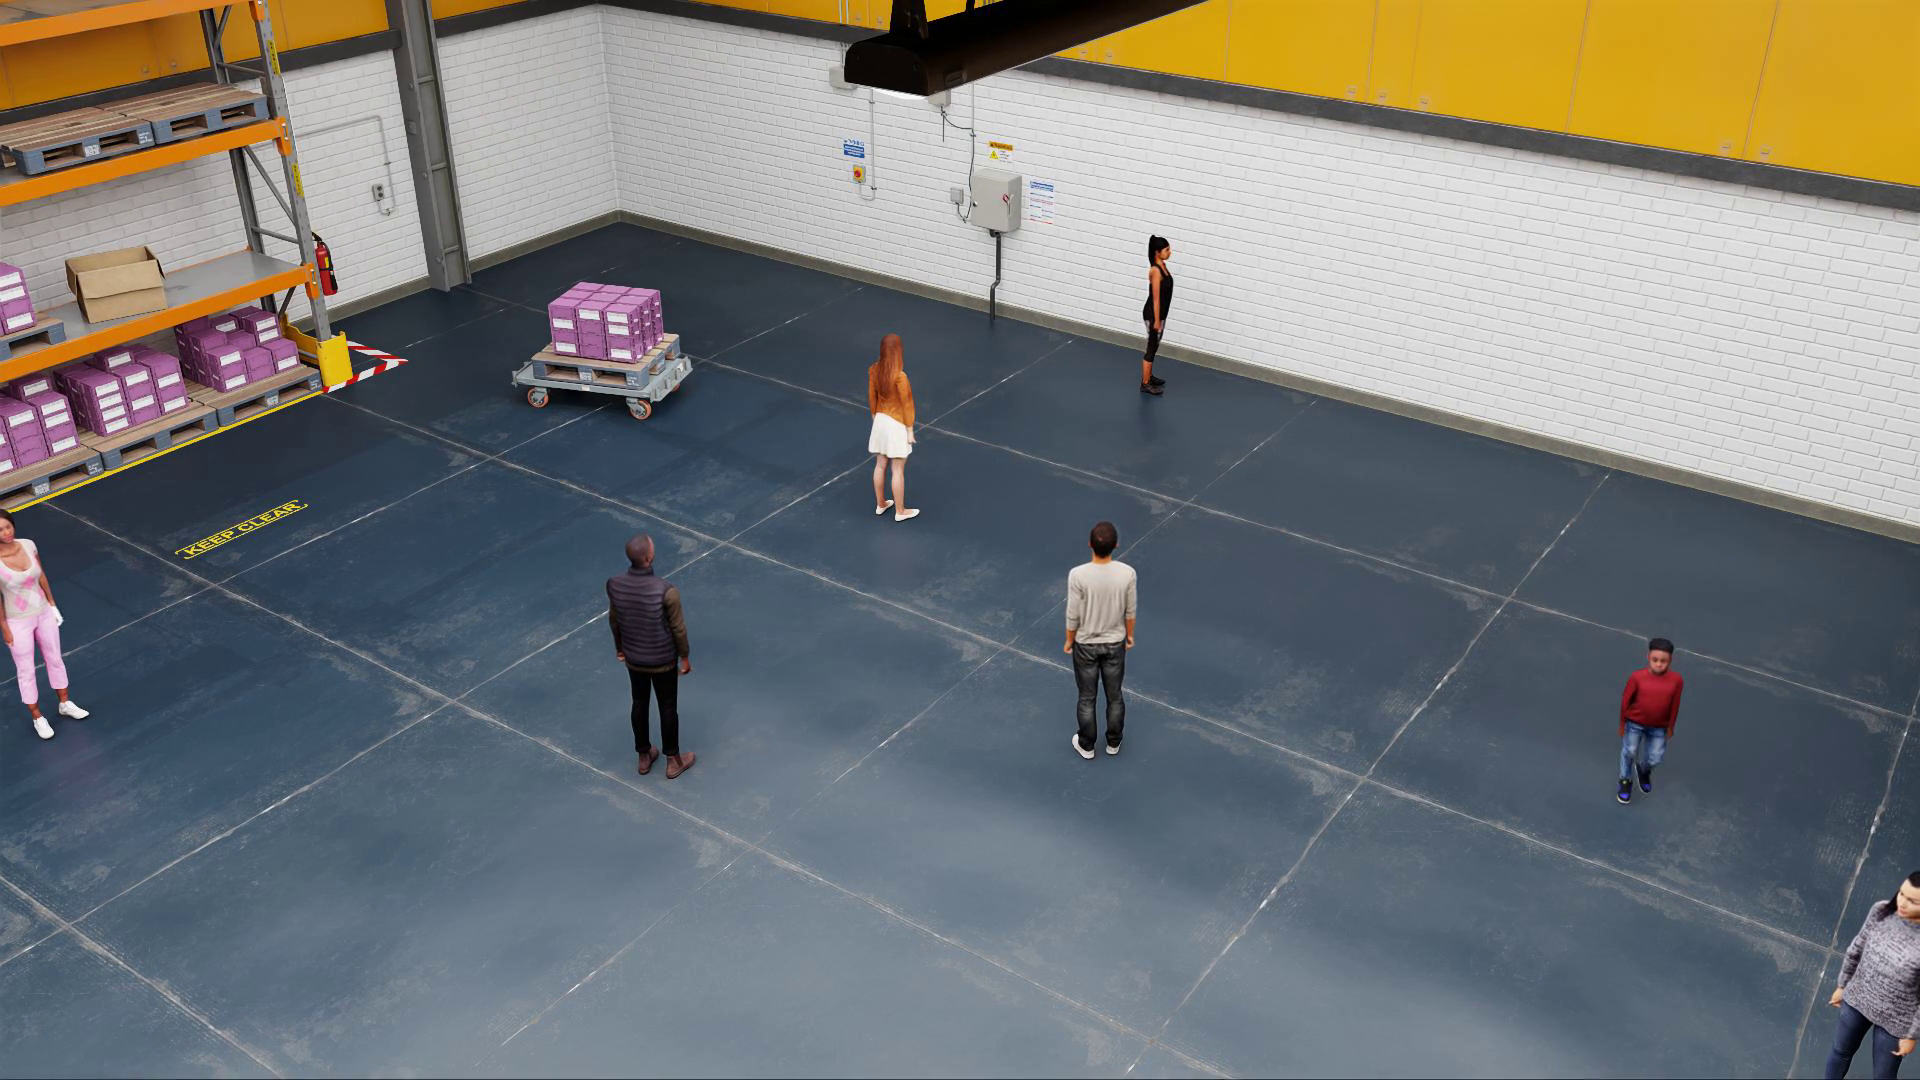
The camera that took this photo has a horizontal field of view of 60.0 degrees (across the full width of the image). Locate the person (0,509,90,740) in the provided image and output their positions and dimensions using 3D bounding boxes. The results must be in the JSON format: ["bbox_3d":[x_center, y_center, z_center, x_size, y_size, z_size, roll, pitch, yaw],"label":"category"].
[{"bbox_3d":[-6.591,0.563,11.759,0.642,1.741,0.470,16,32,26],"label":"person"}]

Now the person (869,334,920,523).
[{"bbox_3d":[-0.609,-0.994,14.634,0.612,1.722,0.570,21,35,33],"label":"person"}]

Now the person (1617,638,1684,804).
[{"bbox_3d":[4.606,1.171,11.159,0.598,1.248,0.623,7,29,12],"label":"person"}]

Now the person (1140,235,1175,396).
[{"bbox_3d":[2.024,-2.343,17.169,0.707,1.662,0.571,6,29,10],"label":"person"}]

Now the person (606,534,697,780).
[{"bbox_3d":[-2.101,0.783,11.258,0.763,1.835,0.682,8,30,15],"label":"person"}]

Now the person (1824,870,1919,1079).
[{"bbox_3d":[4.692,2.371,8.453,0.678,1.732,0.690,-14,32,-24],"label":"person"}]

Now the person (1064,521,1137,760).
[{"bbox_3d":[0.967,0.697,11.440,0.727,1.811,0.772,-3,29,-6],"label":"person"}]
